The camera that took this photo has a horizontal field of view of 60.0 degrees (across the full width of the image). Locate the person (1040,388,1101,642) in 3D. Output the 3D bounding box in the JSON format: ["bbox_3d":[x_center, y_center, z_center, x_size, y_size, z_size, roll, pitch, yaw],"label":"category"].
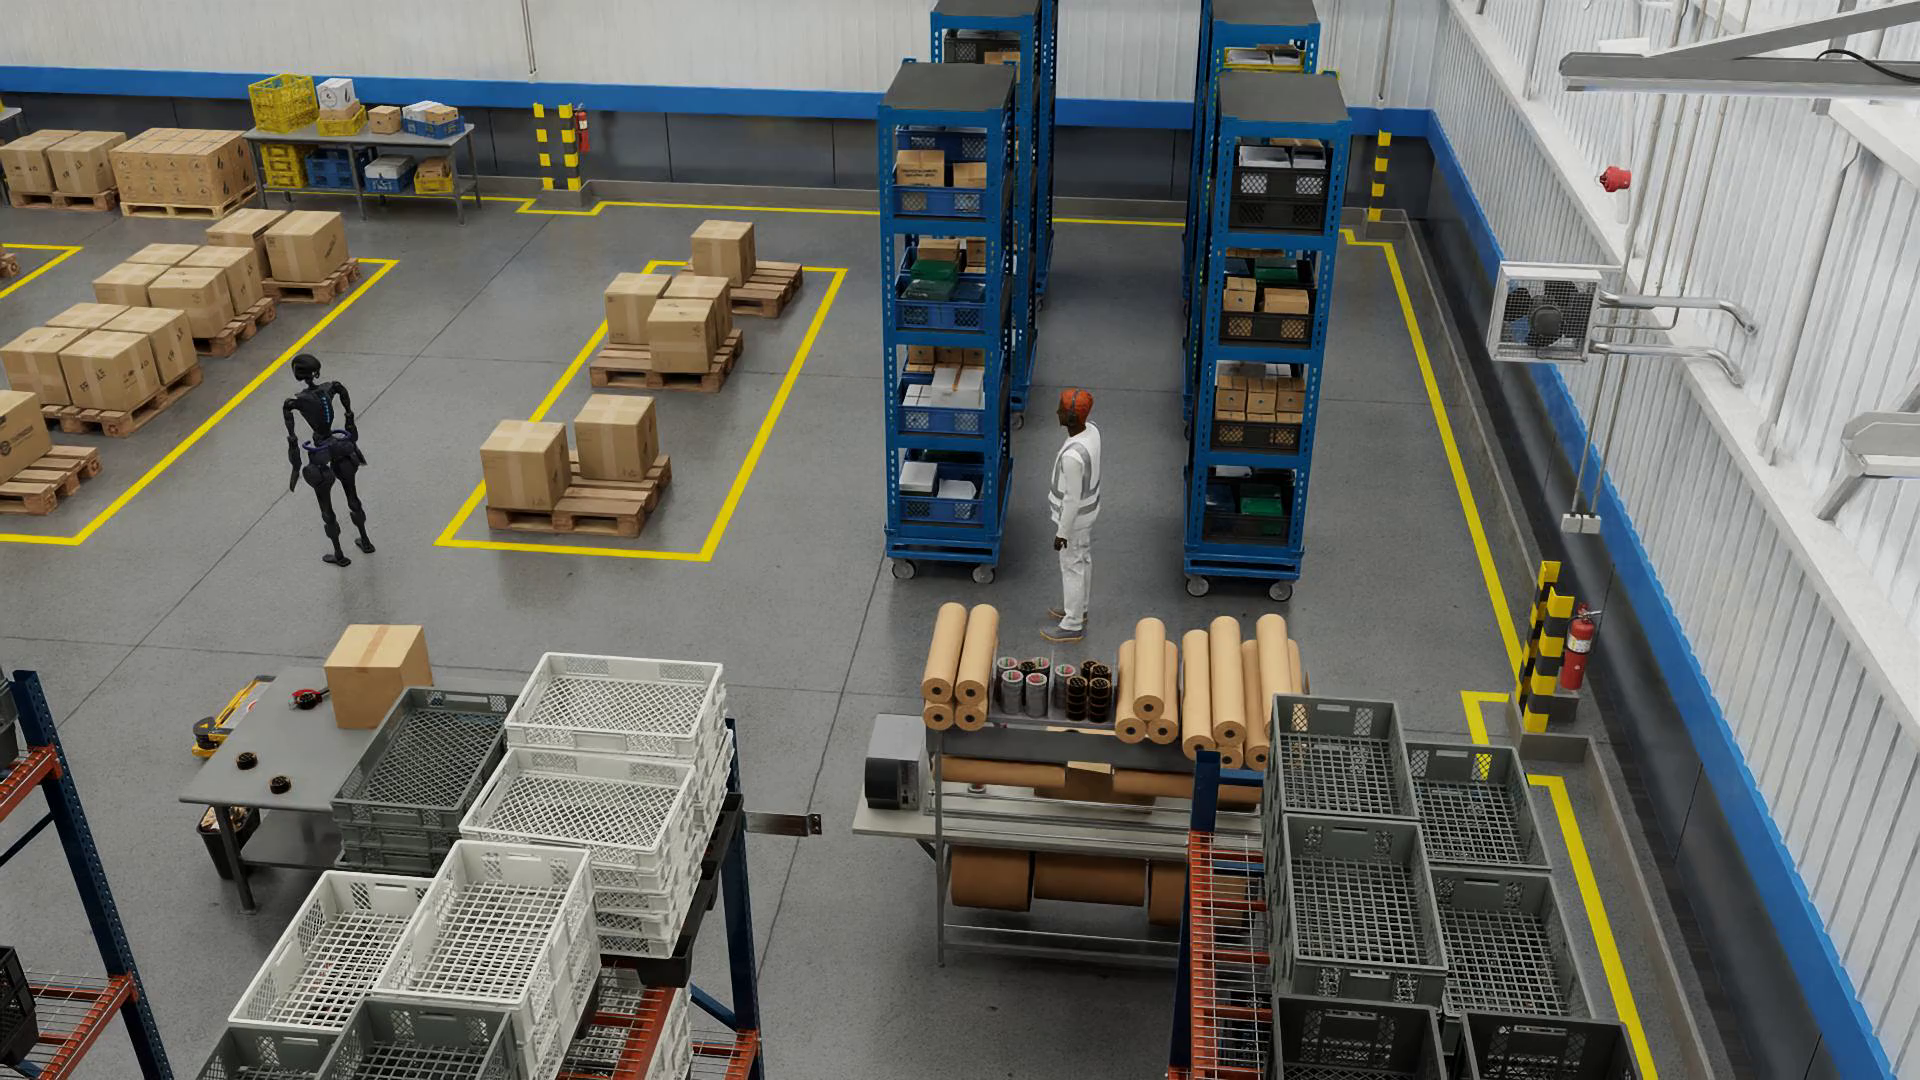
[{"bbox_3d":[0.766,-0.170,11.363,0.356,1.882,0.573,8,31,14],"label":"person"}]

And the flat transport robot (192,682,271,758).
[{"bbox_3d":[-4.089,1.163,10.648,1.431,0.197,0.652,3,30,6],"label":"flat transport robot"}]

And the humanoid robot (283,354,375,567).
[{"bbox_3d":[-4.683,-0.609,12.302,0.314,1.661,0.610,21,36,31],"label":"humanoid robot"}]
